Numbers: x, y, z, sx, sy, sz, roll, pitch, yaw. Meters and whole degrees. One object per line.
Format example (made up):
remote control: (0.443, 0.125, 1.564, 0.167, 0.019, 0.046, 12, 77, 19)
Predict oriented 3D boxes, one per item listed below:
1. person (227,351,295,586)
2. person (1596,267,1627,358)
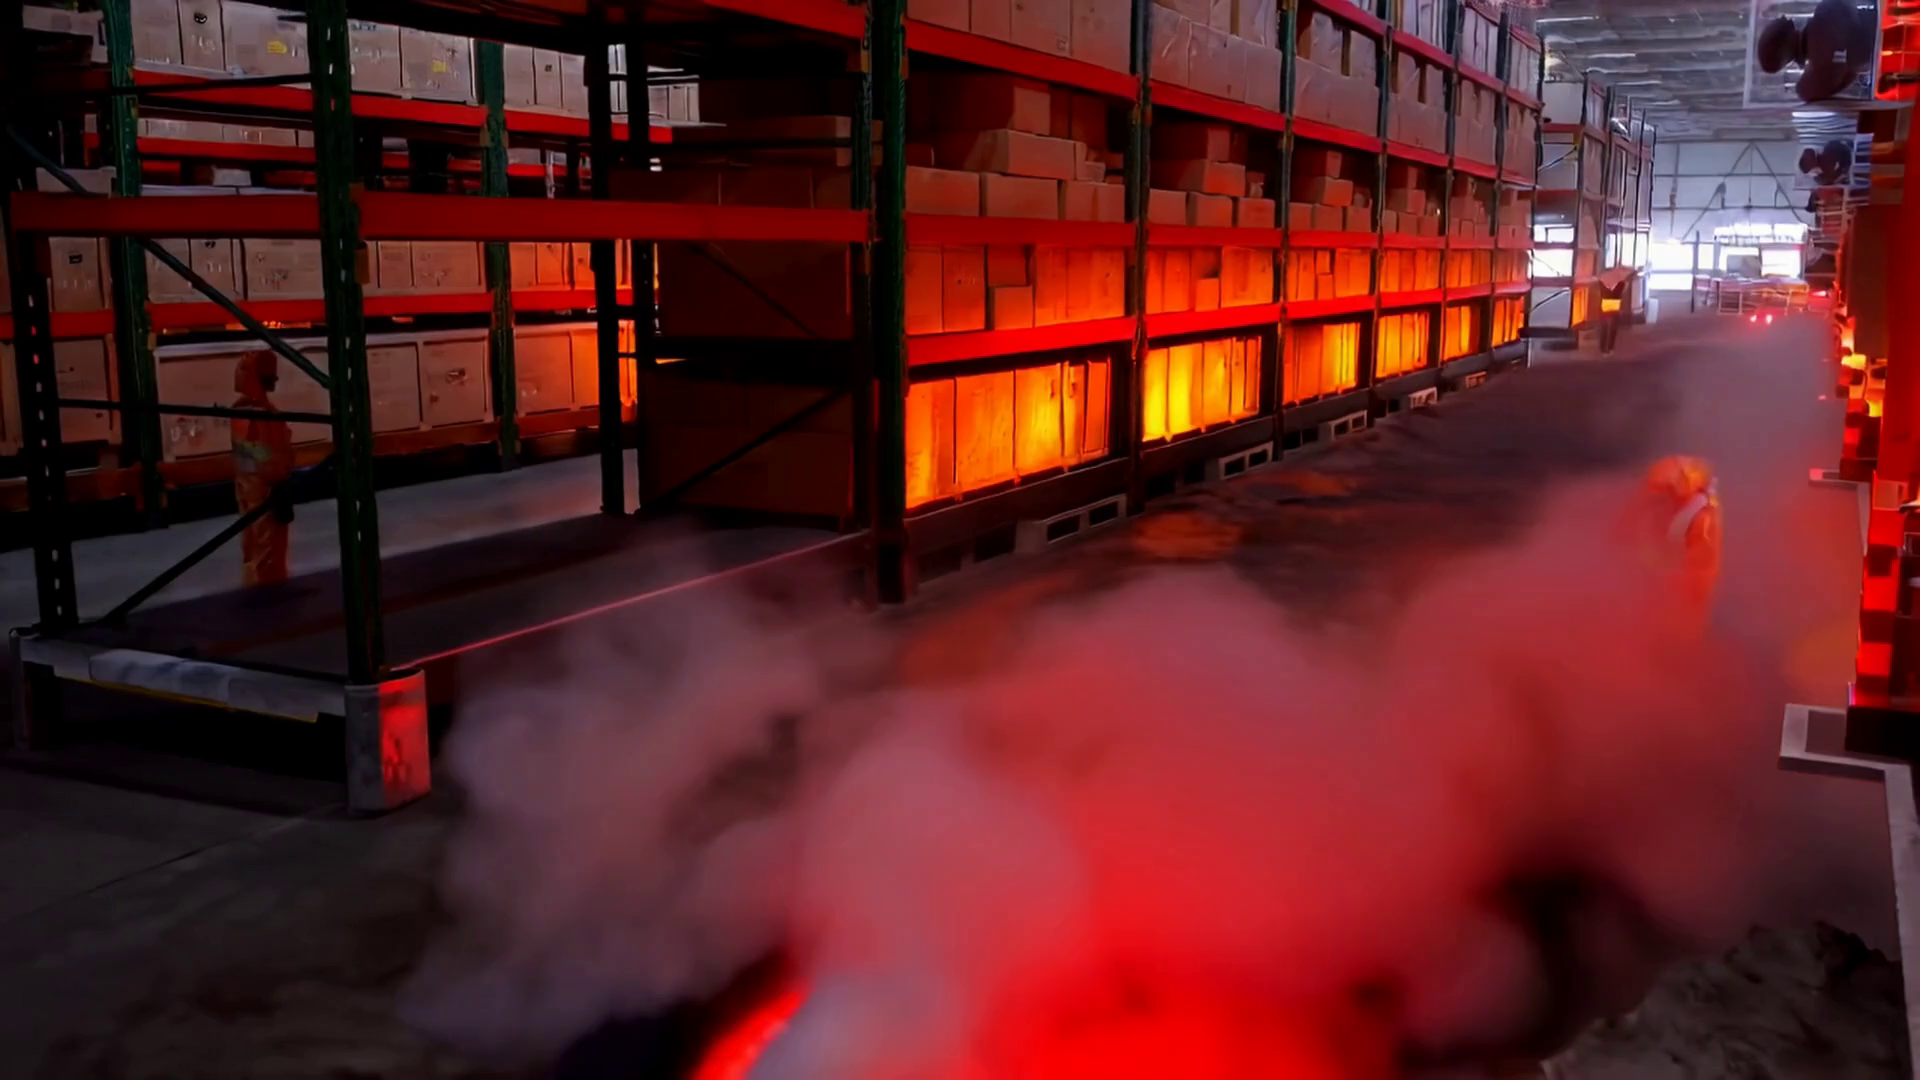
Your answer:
person: (-3.866, -0.226, 9.241, 0.511, 1.641, 0.307, 9, 13, 41)
person: (13.614, -4.760, 34.804, 0.584, 1.881, 0.975, 3, 10, 18)
